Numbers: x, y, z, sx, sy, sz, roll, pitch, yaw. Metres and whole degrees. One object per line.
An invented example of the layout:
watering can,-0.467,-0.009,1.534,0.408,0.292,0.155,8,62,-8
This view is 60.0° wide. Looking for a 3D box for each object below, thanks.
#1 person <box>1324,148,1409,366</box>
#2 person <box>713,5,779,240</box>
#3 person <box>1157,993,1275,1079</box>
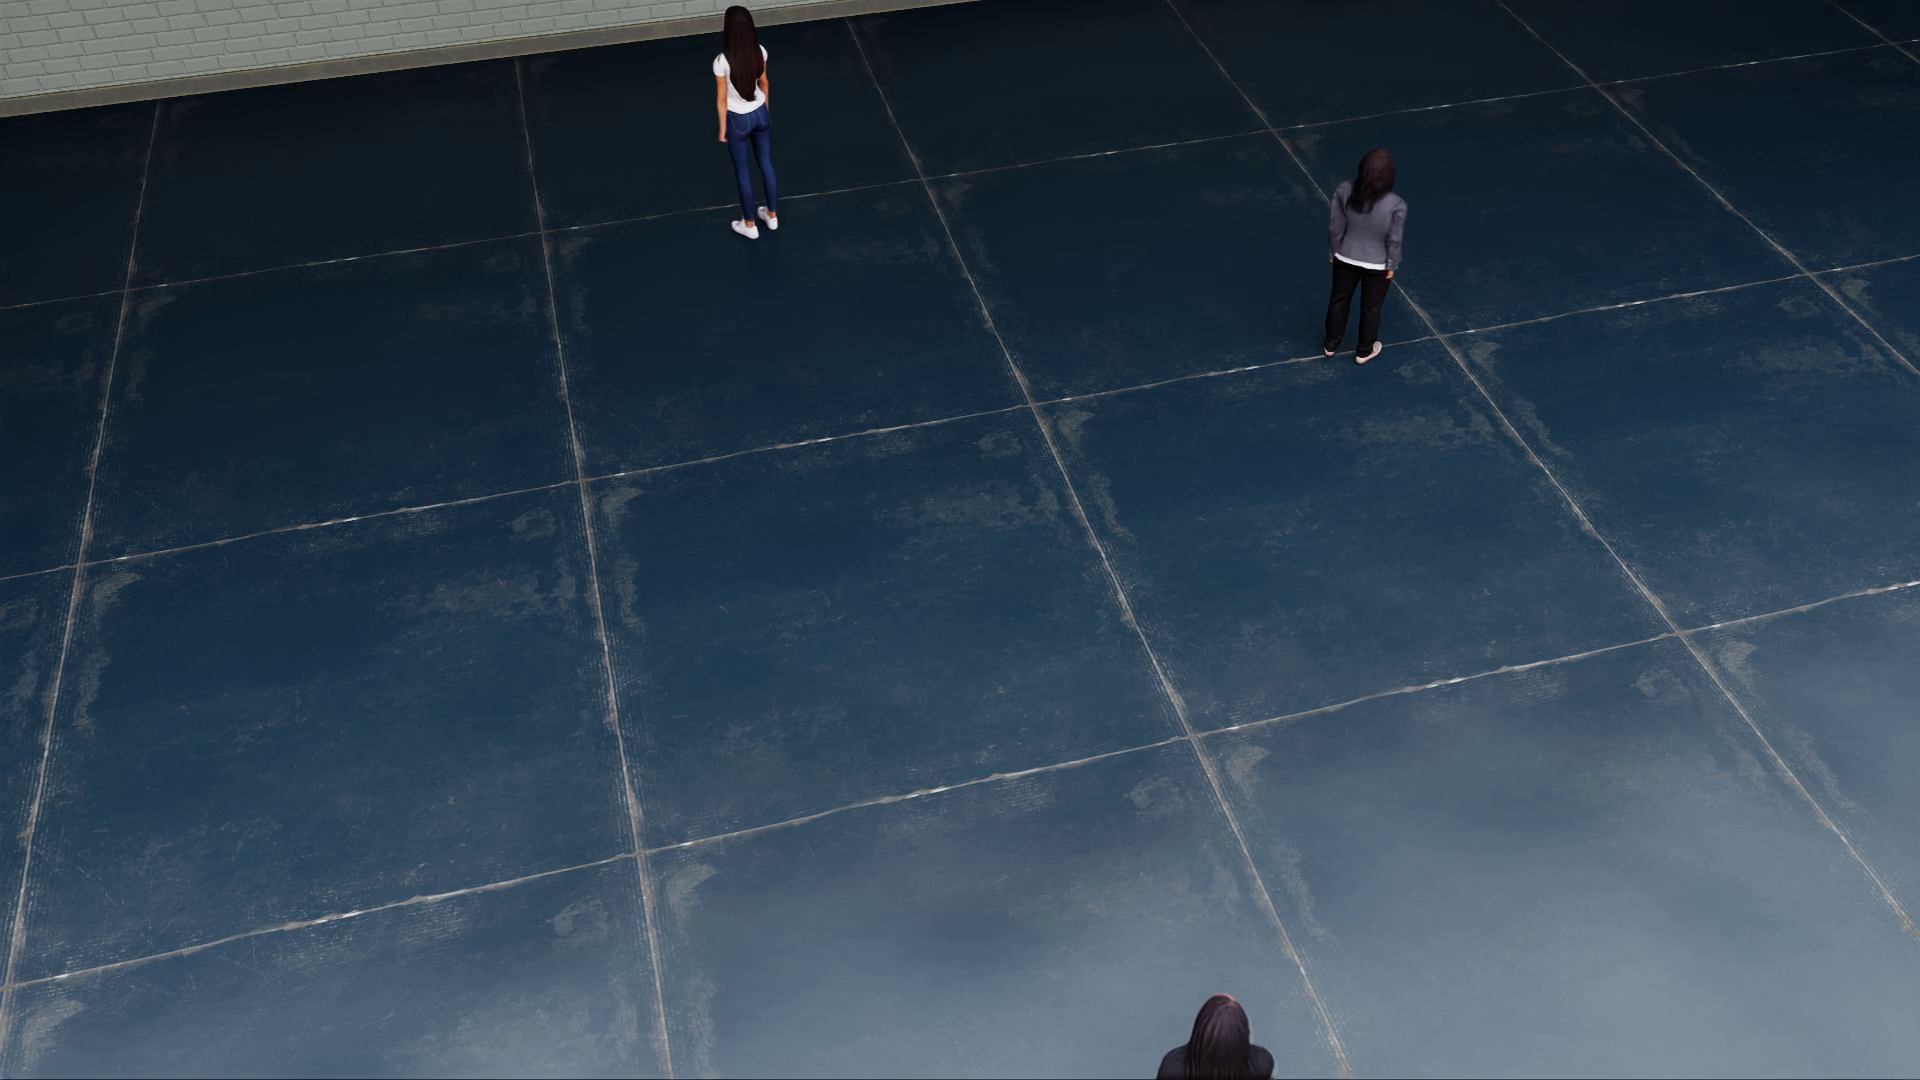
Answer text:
person,2.683,-1.885,11.036,0.795,1.596,0.860,24,48,23
person,-1.544,-3.041,12.144,0.653,1.774,0.643,-30,51,-28
person,0.944,2.301,6.457,0.636,1.727,0.626,-5,43,-6
